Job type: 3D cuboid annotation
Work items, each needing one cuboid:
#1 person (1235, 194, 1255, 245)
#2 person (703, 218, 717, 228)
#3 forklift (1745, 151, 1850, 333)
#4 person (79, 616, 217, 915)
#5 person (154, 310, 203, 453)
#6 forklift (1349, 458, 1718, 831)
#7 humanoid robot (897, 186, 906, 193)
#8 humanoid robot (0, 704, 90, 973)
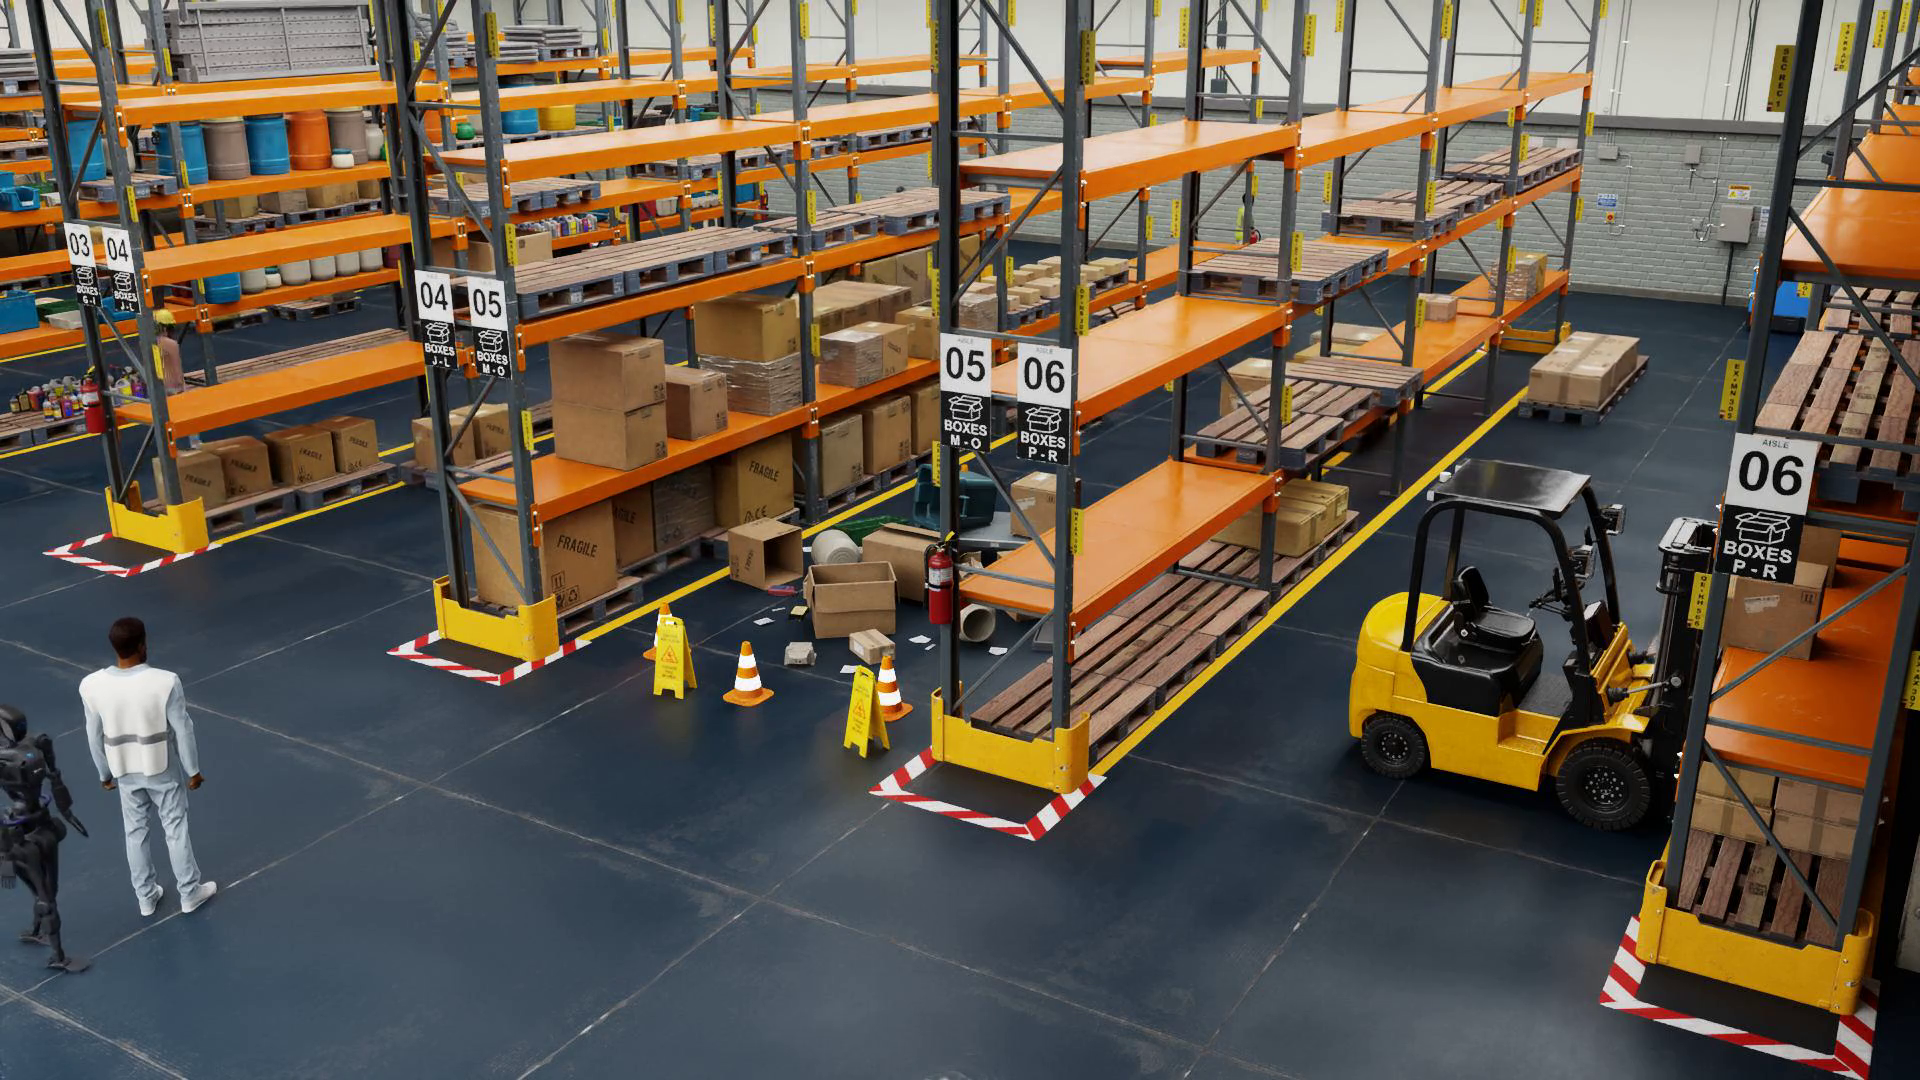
[{"bbox_3d":[5.198,-5.517,30.391,0.319,1.685,0.540,-2,19,-6],"label":"person"},{"bbox_3d":[-5.241,-7.062,34.863,0.492,1.688,0.348,-5,20,-15],"label":"person"},{"bbox_3d":[13.620,-4.667,26.137,1.873,2.768,1.129,11,22,29],"label":"forklift"},{"bbox_3d":[-4.934,1.384,10.094,0.596,1.916,0.371,-2,19,-5],"label":"person"},{"bbox_3d":[-9.289,-1.870,19.747,0.558,1.741,0.654,11,22,28],"label":"person"},{"bbox_3d":[3.988,0.658,11.776,2.313,2.155,1.214,11,22,29],"label":"forklift"},{"bbox_3d":[-1.089,-5.854,31.400,0.585,1.645,0.421,5,20,15],"label":"humanoid robot"},{"bbox_3d":[-5.354,1.686,9.631,0.608,1.640,0.590,4,19,11],"label":"humanoid robot"}]
